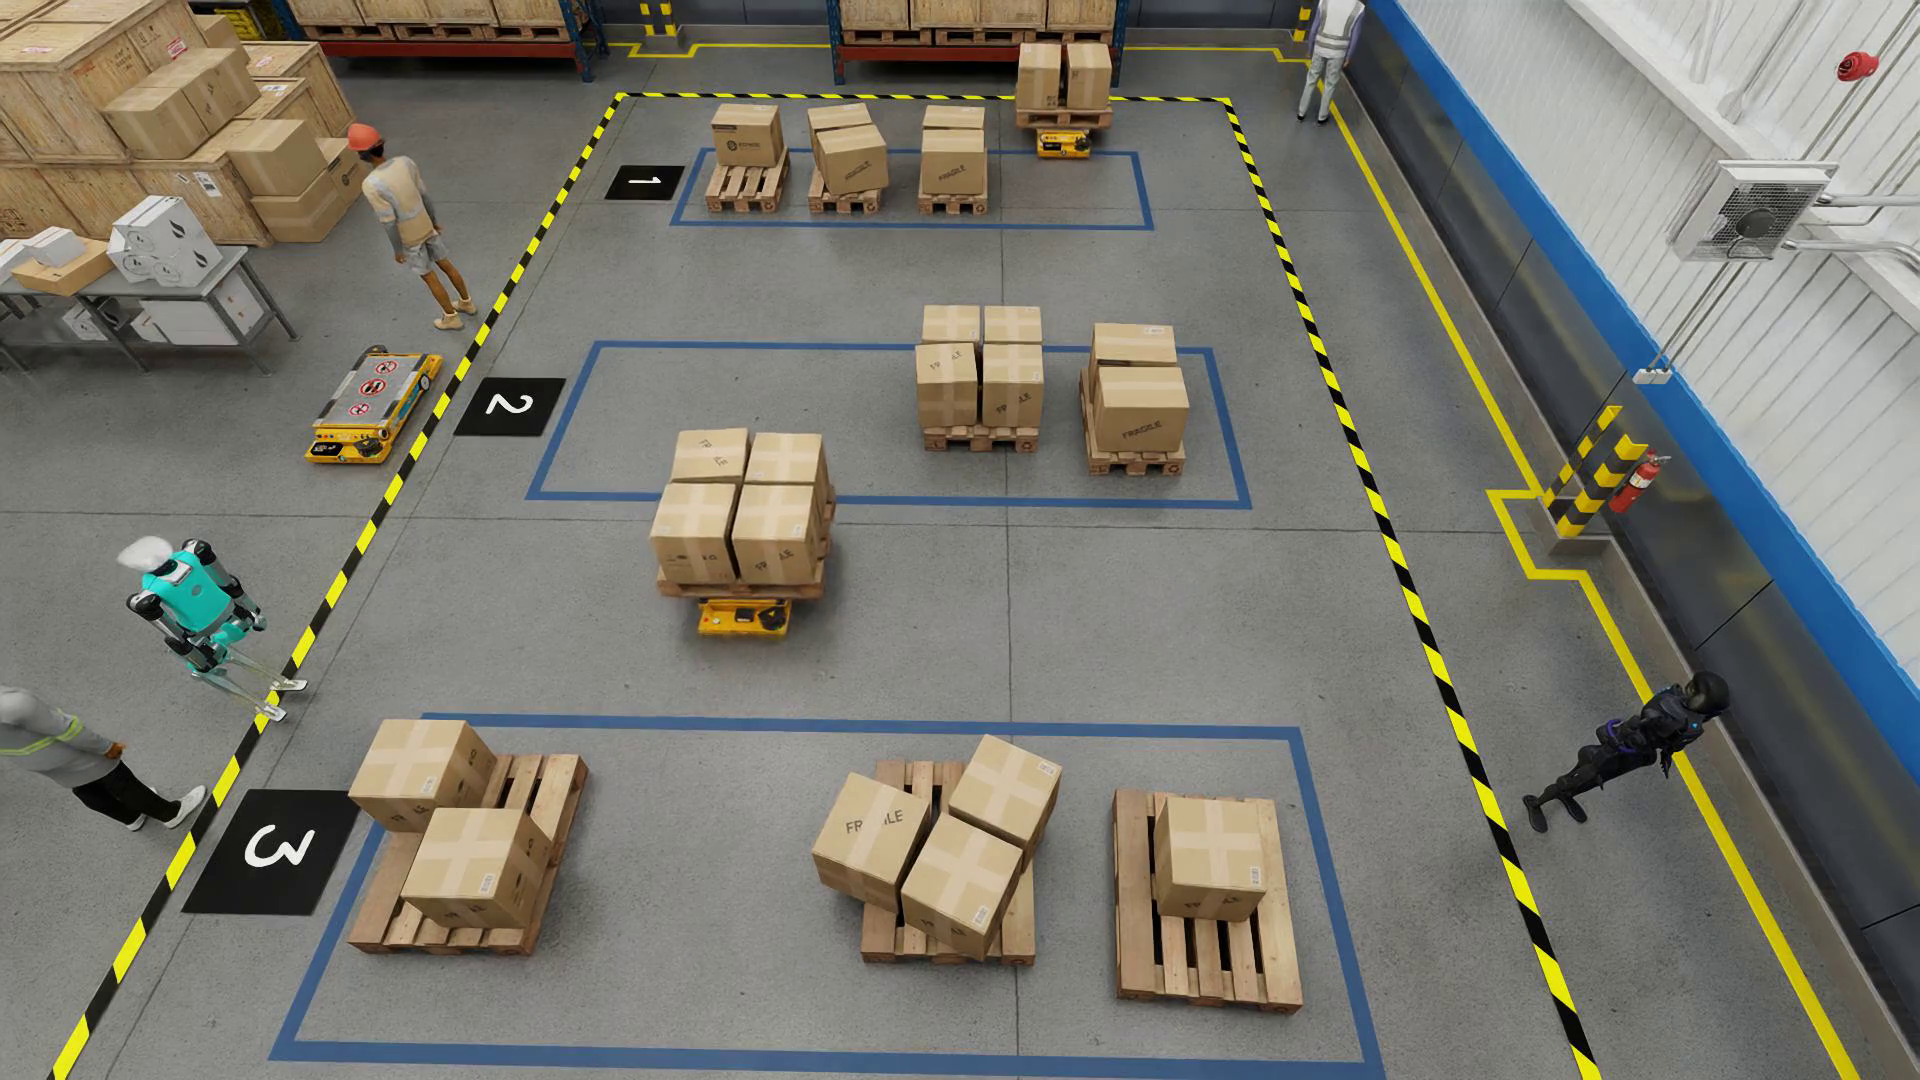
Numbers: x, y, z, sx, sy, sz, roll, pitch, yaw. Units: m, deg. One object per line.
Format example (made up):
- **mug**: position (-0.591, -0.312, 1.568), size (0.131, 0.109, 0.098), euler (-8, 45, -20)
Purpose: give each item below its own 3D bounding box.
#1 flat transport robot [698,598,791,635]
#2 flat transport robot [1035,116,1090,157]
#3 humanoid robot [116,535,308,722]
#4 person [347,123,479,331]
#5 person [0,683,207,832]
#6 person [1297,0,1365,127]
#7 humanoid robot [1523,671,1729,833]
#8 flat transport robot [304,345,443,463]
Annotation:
- **flat transport robot**: position (-1.614, 0.107, 7.258), size (0.652, 0.197, 1.431), euler (1, 50, 1)
- **flat transport robot**: position (1.317, -5.436, 11.948), size (0.652, 0.197, 1.431), euler (1, 50, 1)
- **humanoid robot**: position (-4.862, 0.558, 5.845), size (0.735, 1.676, 0.533), euler (9, 50, 8)
- **person**: position (-5.192, -2.919, 8.678), size (0.385, 2.039, 0.614), euler (12, 51, 10)
- **person**: position (-5.232, 1.181, 5.333), size (0.586, 1.848, 0.391), euler (0, 50, 0)
- **person**: position (4.685, -6.205, 11.592), size (0.589, 1.833, 0.404), euler (24, 54, 19)
- **humanoid robot**: position (3.924, 1.252, 5.376), size (0.599, 1.655, 0.315), euler (-7, 50, -6)
- **flat transport robot**: position (-5.383, -1.269, 8.441), size (0.659, 0.231, 1.431), euler (1, 50, 1)
